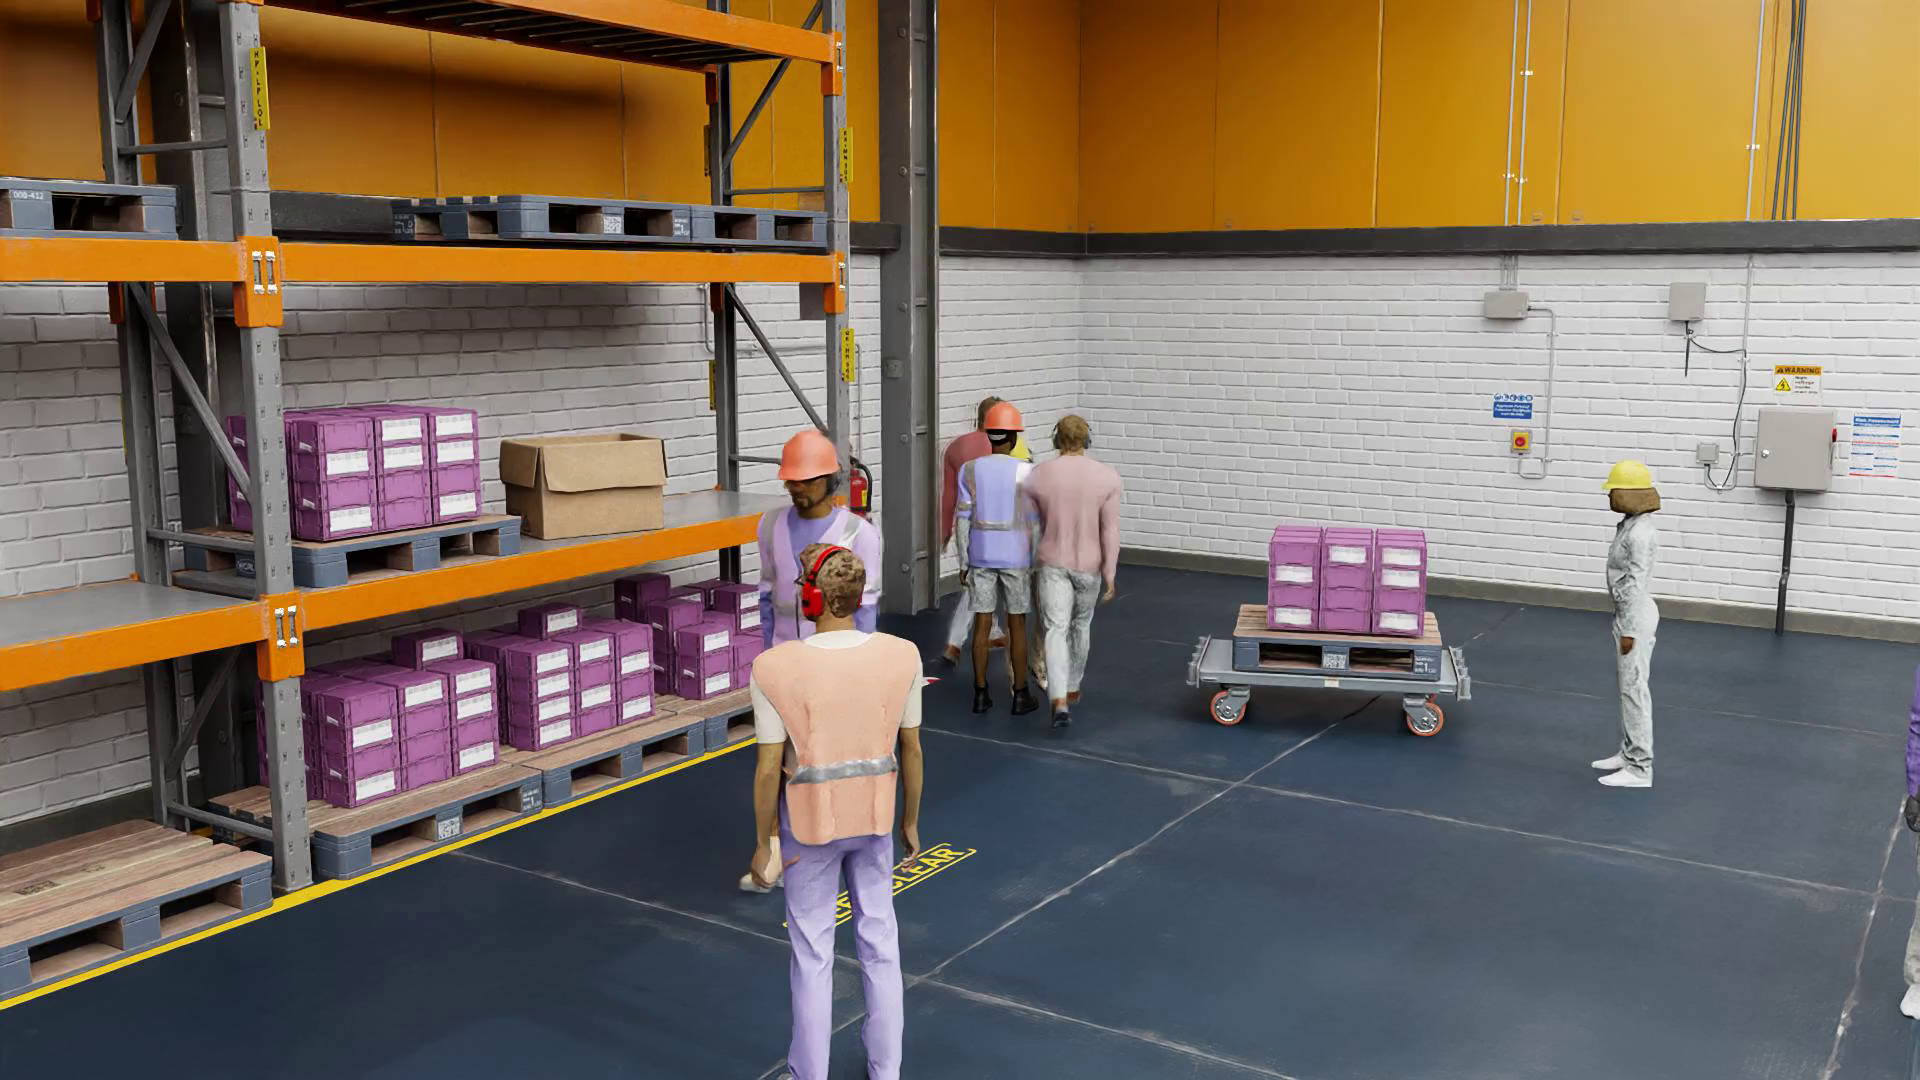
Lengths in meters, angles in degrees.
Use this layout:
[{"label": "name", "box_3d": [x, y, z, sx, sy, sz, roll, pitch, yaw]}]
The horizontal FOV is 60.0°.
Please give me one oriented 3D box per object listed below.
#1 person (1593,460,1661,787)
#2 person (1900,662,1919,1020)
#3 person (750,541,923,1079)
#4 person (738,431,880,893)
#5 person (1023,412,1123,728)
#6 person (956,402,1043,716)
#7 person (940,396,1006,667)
[{"label": "person", "box_3d": [3.553, 0.438, 8.876, 0.342, 1.734, 0.490, 3, 9, 17]}, {"label": "person", "box_3d": [3.639, 0.946, 5.909, 0.513, 1.631, 0.318, 6, 11, 34]}, {"label": "person", "box_3d": [-0.384, 0.928, 5.300, 0.569, 1.848, 0.378, -4, 9, -23]}, {"label": "person", "box_3d": [-0.686, 0.541, 7.245, 0.621, 2.015, 0.886, 4, 9, 22]}, {"label": "person", "box_3d": [0.664, 0.167, 10.136, 0.641, 1.891, 1.050, 0, 9, 2]}, {"label": "person", "box_3d": [0.258, 0.116, 10.304, 0.551, 1.932, 0.377, 2, 9, 14]}, {"label": "person", "box_3d": [0.136, -0.063, 11.696, 0.636, 1.900, 1.001, 7, 11, 38]}]
